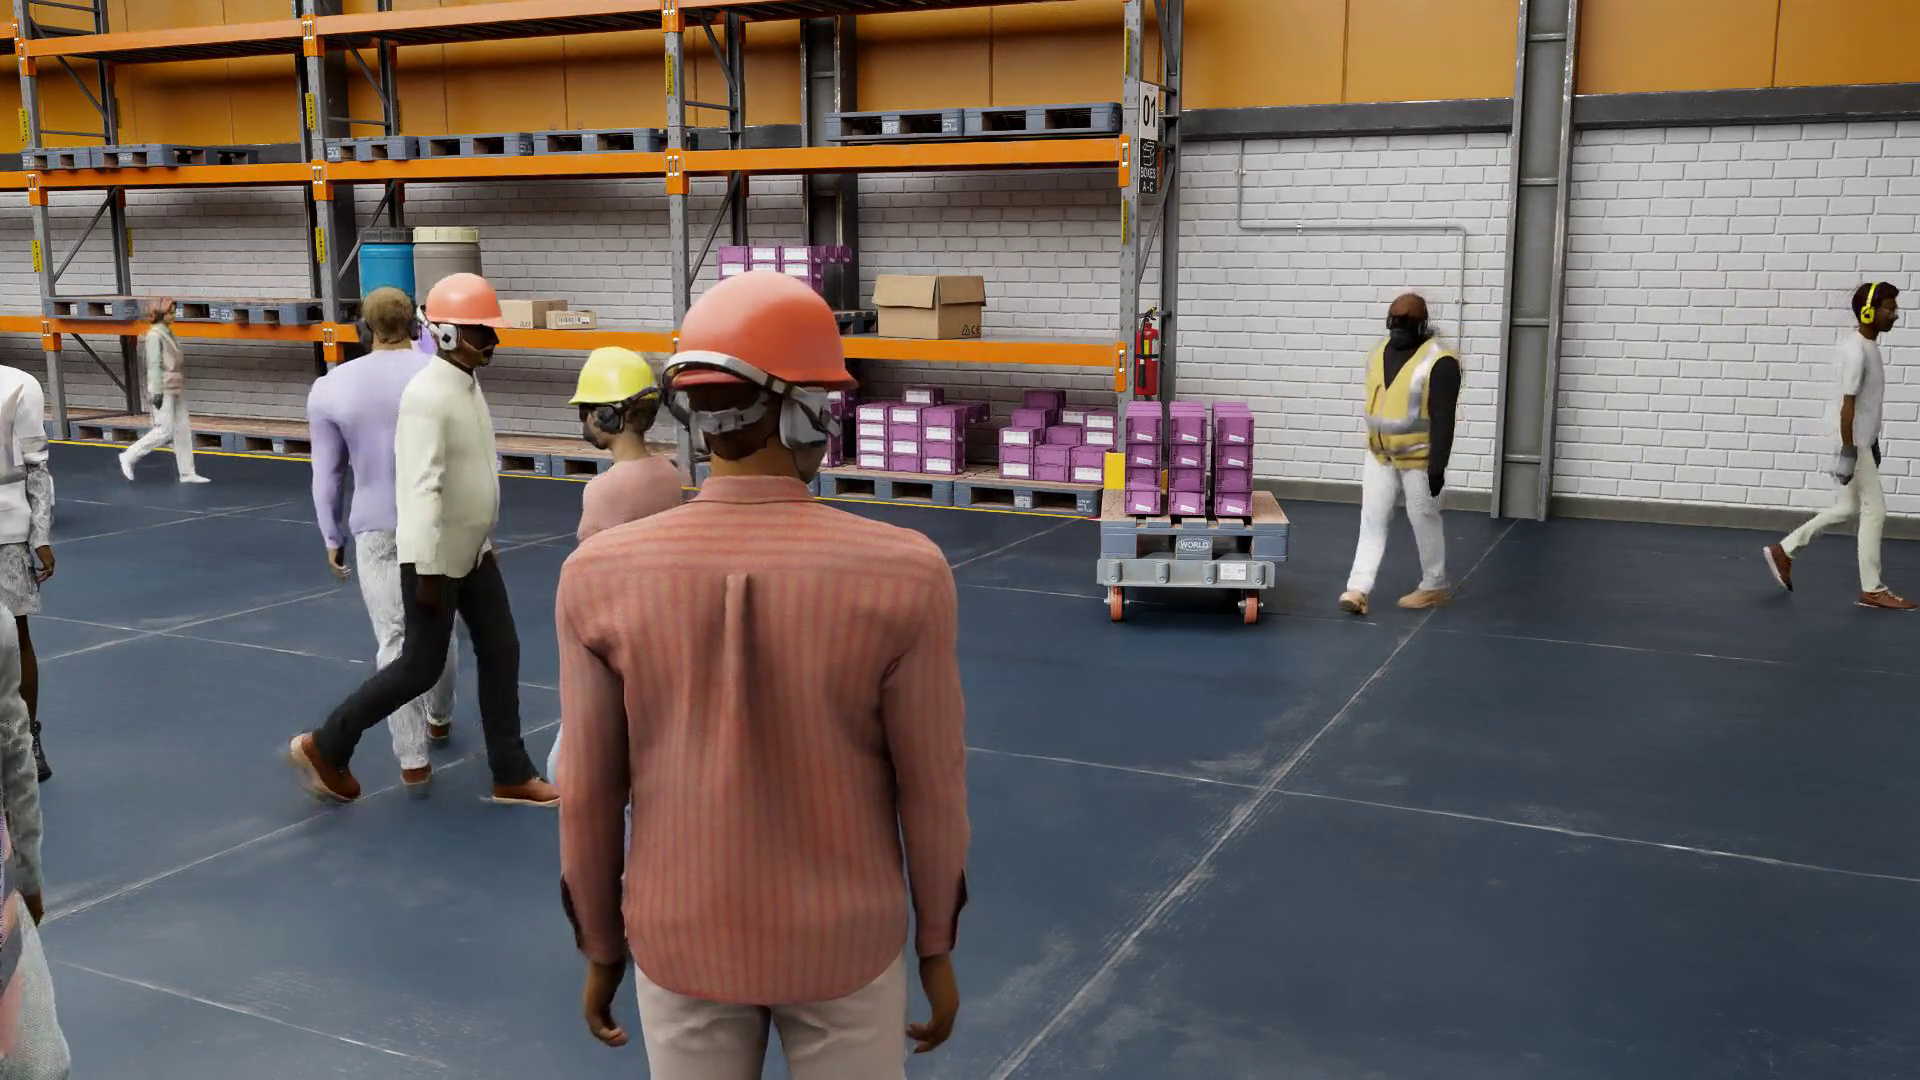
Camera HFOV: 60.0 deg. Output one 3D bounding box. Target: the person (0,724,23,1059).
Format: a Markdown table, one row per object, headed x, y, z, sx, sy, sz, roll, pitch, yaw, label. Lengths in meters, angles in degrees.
| x | y | z | sx | sy | sz | roll | pitch | yaw | label |
| --- | --- | --- | --- | --- | --- | --- | --- | --- | --- |
| -1.525 | 0.717 | 2.276 | 0.627 | 1.843 | 0.429 | 9 | 13 | 41 | person |

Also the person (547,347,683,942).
| x | y | z | sx | sy | sz | roll | pitch | yaw | label |
| --- | --- | --- | --- | --- | --- | --- | --- | --- | --- |
| -0.951 | 0.329 | 4.757 | 0.396 | 1.749 | 0.544 | 3 | 10 | 16 | person |

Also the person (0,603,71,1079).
| x | y | z | sx | sy | sz | roll | pitch | yaw | label |
| --- | --- | --- | --- | --- | --- | --- | --- | --- | --- |
| -1.837 | 0.661 | 2.917 | 0.516 | 1.722 | 0.498 | 9 | 13 | 42 | person |

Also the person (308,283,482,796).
| x | y | z | sx | sy | sz | roll | pitch | yaw | label |
| --- | --- | --- | --- | --- | --- | --- | --- | --- | --- |
| -2.154 | -0.033 | 6.441 | 0.638 | 1.883 | 0.998 | -3 | 10 | -19 | person |

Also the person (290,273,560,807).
| x | y | z | sx | sy | sz | roll | pitch | yaw | label |
| --- | --- | --- | --- | --- | --- | --- | --- | --- | --- |
| -1.913 | 0.032 | 5.915 | 0.919 | 1.960 | 0.615 | 1 | 10 | 4 | person |

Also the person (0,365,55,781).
| x | y | z | sx | sy | sz | roll | pitch | yaw | label |
| --- | --- | --- | --- | --- | --- | --- | --- | --- | --- |
| -3.695 | -0.016 | 6.229 | 0.543 | 1.927 | 0.375 | -4 | 11 | -24 | person |

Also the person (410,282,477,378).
| x | y | z | sx | sy | sz | roll | pitch | yaw | label |
| --- | --- | --- | --- | --- | --- | --- | --- | --- | --- |
| -3.247 | -0.720 | 10.527 | 0.436 | 1.828 | 0.580 | 6 | 12 | 33 | person |

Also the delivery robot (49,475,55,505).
| x | y | z | sx | sy | sz | roll | pitch | yaw | label |
| --- | --- | --- | --- | --- | --- | --- | --- | --- | --- |
| -6.854 | -0.401 | 12.089 | 0.477 | 0.478 | 0.707 | -9 | 13 | -41 | delivery robot |

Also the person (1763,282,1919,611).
| x | y | z | sx | sy | sz | roll | pitch | yaw | label |
| --- | --- | --- | --- | --- | --- | --- | --- | --- | --- |
| 5.095 | -0.548 | 9.500 | 0.773 | 1.847 | 0.547 | 5 | 11 | 28 | person |

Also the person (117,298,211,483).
| x | y | z | sx | sy | sz | roll | pitch | yaw | label |
| --- | --- | --- | --- | --- | --- | --- | --- | --- | --- |
| -6.881 | -1.268 | 14.288 | 0.634 | 1.622 | 0.522 | -2 | 10 | -9 | person |

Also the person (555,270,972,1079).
| x | y | z | sx | sy | sz | roll | pitch | yaw | label |
| --- | --- | --- | --- | --- | --- | --- | --- | --- | --- |
| -0.288 | 0.598 | 2.533 | 0.612 | 1.990 | 0.392 | 1 | 10 | 5 | person |

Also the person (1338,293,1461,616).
| x | y | z | sx | sy | sz | roll | pitch | yaw | label |
| --- | --- | --- | --- | --- | --- | --- | --- | --- | --- |
| 2.430 | -0.451 | 9.128 | 0.935 | 1.784 | 0.646 | -7 | 12 | -36 | person |
